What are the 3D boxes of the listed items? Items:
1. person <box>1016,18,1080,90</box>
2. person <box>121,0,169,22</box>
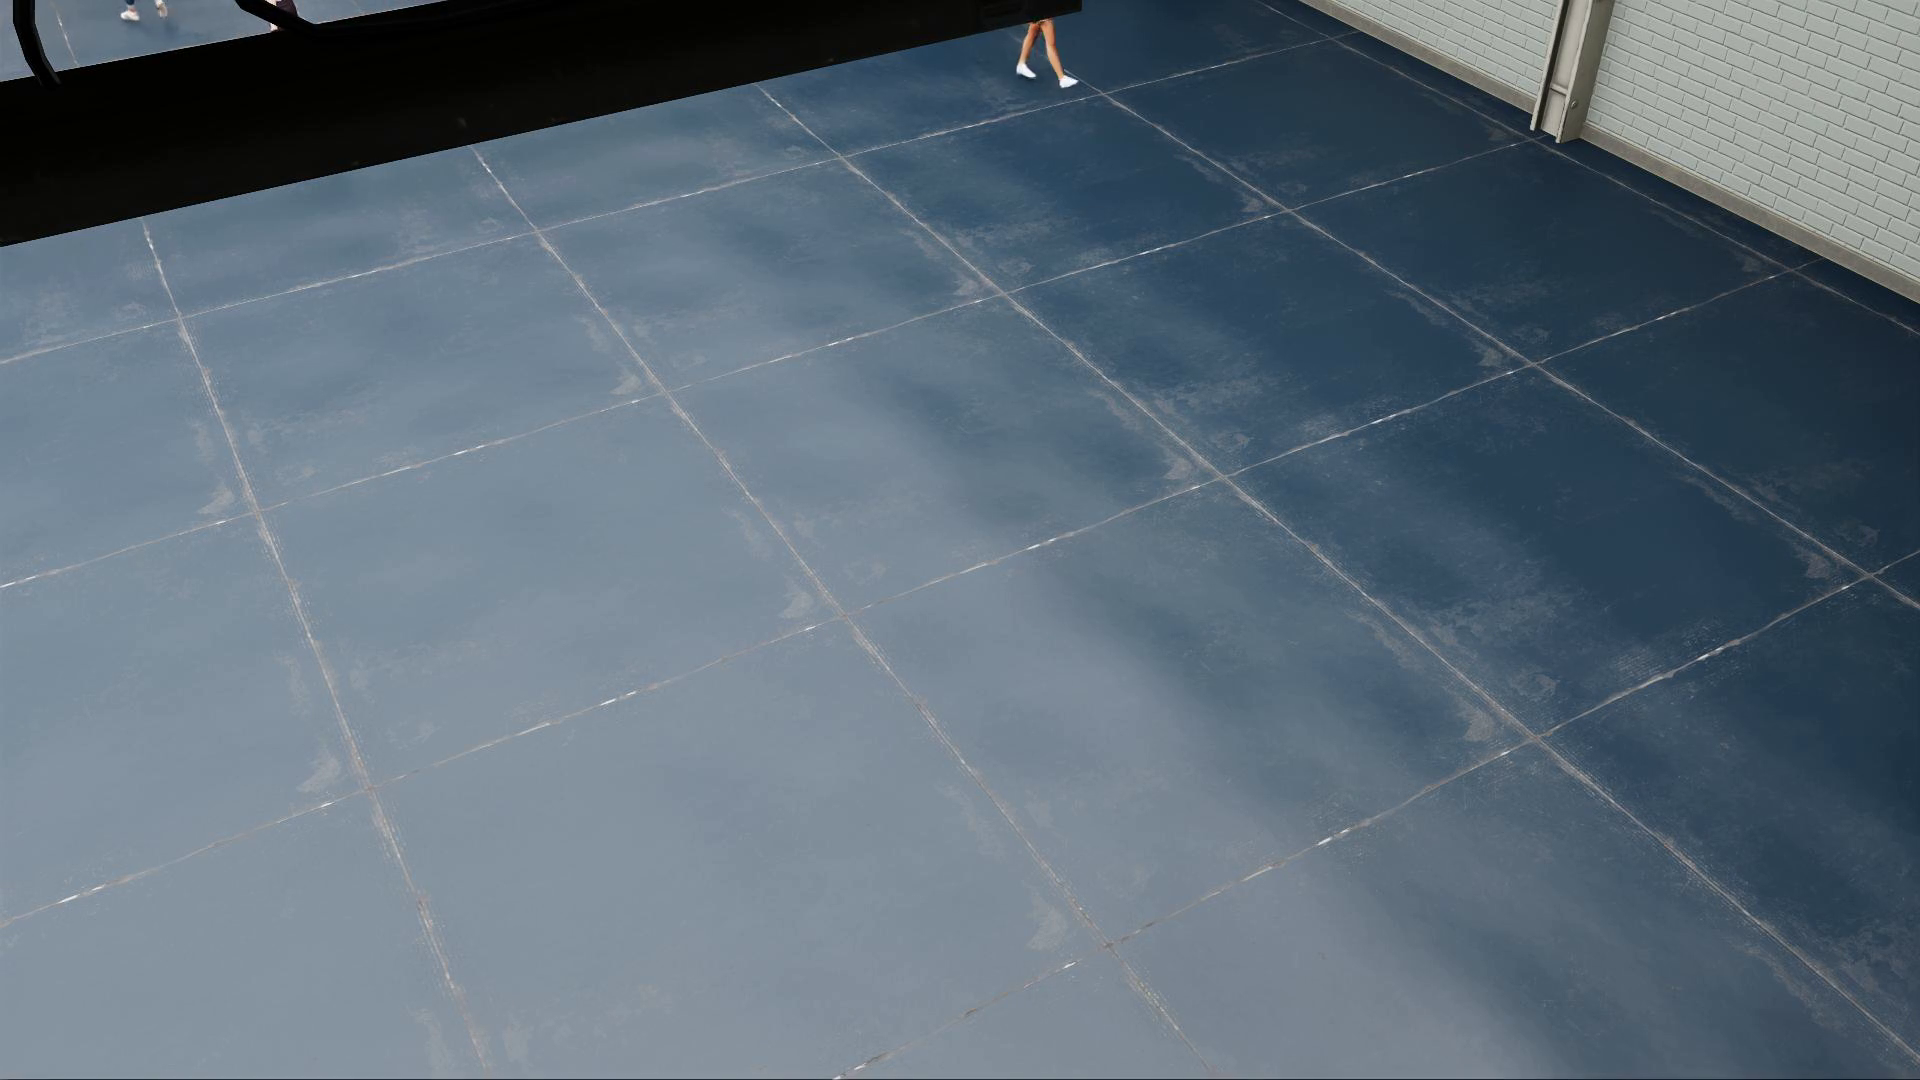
[{"bbox_3d":[0.767,-5.445,16.772,0.799,1.689,1.167,-31,48,-34],"label":"person"},{"bbox_3d":[-9.077,-6.371,18.140,0.956,1.463,0.845,16,41,20],"label":"person"}]
